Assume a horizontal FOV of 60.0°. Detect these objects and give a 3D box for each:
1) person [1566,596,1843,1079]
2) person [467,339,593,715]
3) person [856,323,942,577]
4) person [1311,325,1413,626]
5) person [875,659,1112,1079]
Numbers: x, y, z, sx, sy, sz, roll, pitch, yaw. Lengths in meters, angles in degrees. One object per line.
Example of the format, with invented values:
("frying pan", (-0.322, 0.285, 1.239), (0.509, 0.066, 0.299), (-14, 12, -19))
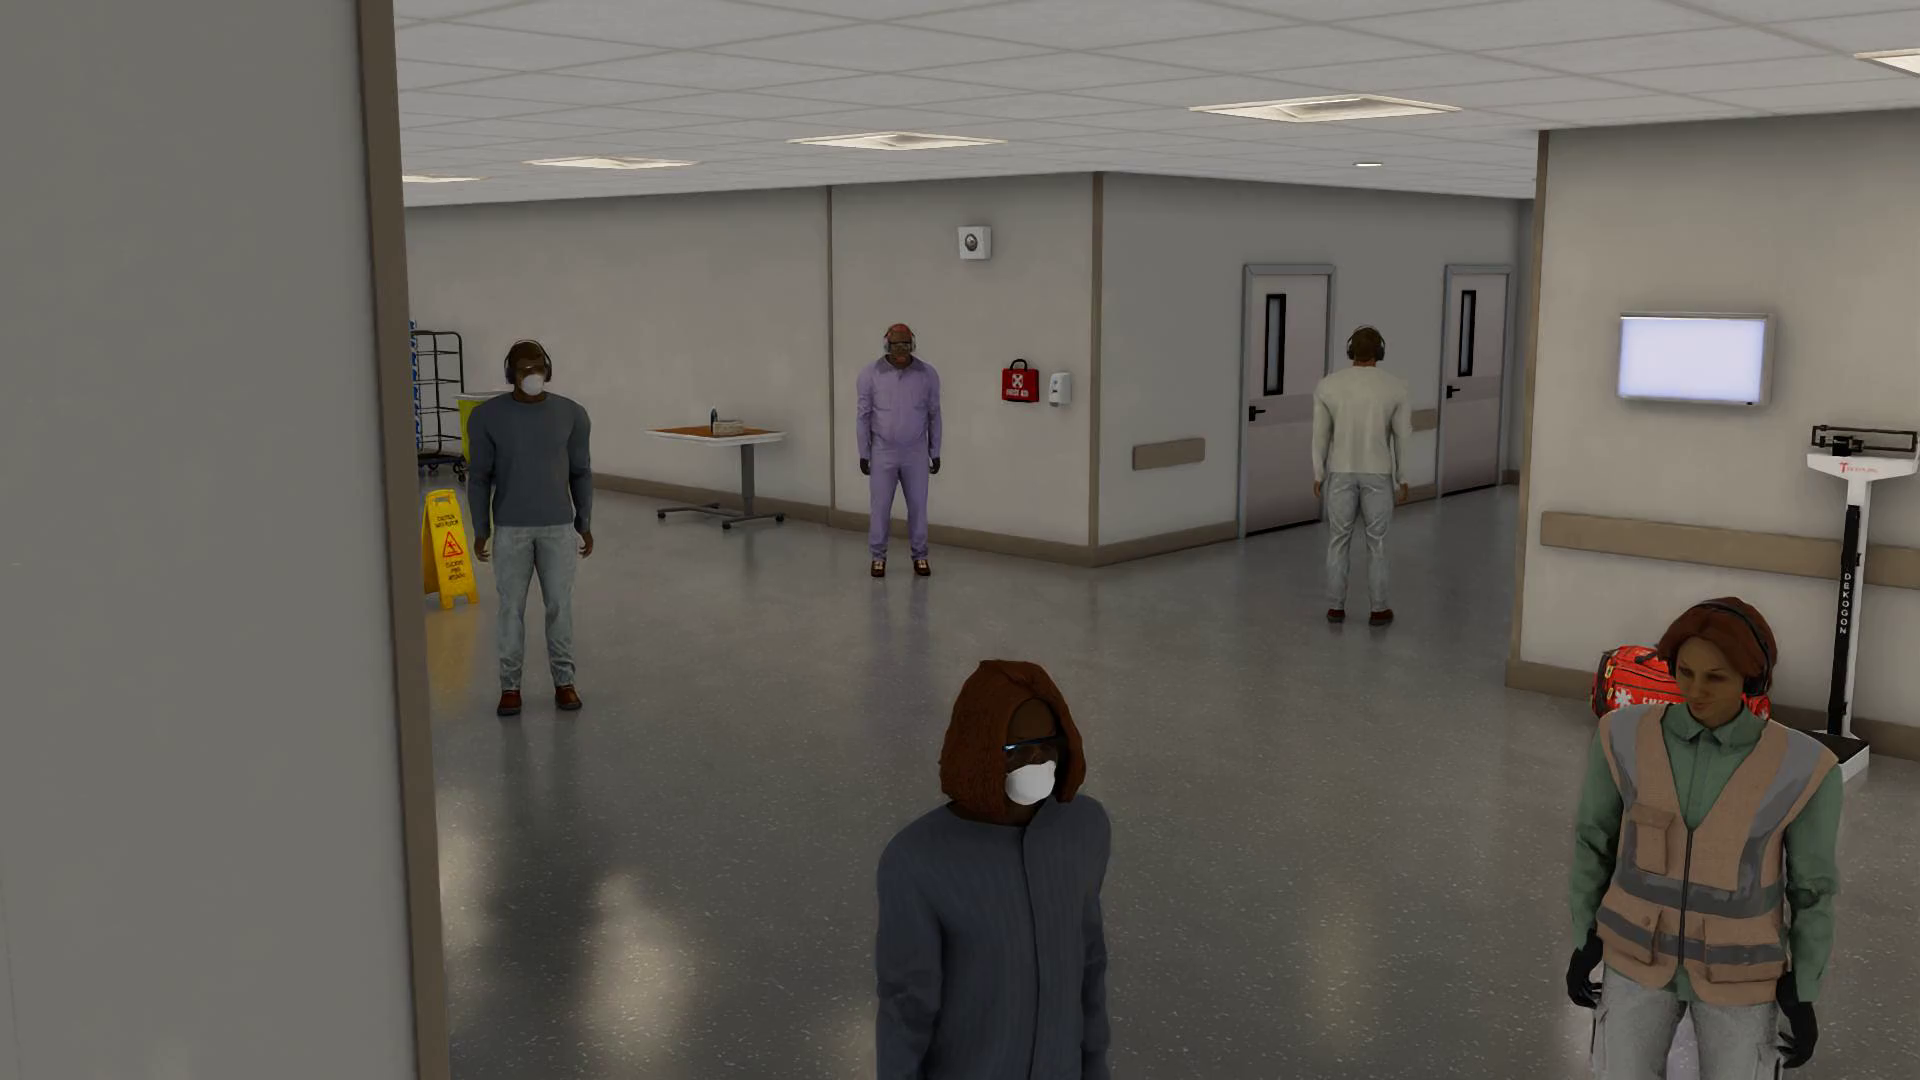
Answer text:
("person", (1.540, 0.920, 3.500), (0.514, 1.640, 0.310), (6, 11, 35))
("person", (-2.213, -0.065, 8.624), (0.636, 1.938, 0.362), (-3, 10, -19))
("person", (-0.450, -0.666, 12.440), (0.648, 1.899, 0.399), (-2, 9, -10))
("person", (2.593, -0.412, 10.755), (0.635, 1.936, 0.355), (3, 10, 20))
("person", (0.074, 1.007, 2.983), (0.507, 1.631, 0.266), (-7, 11, -35))
